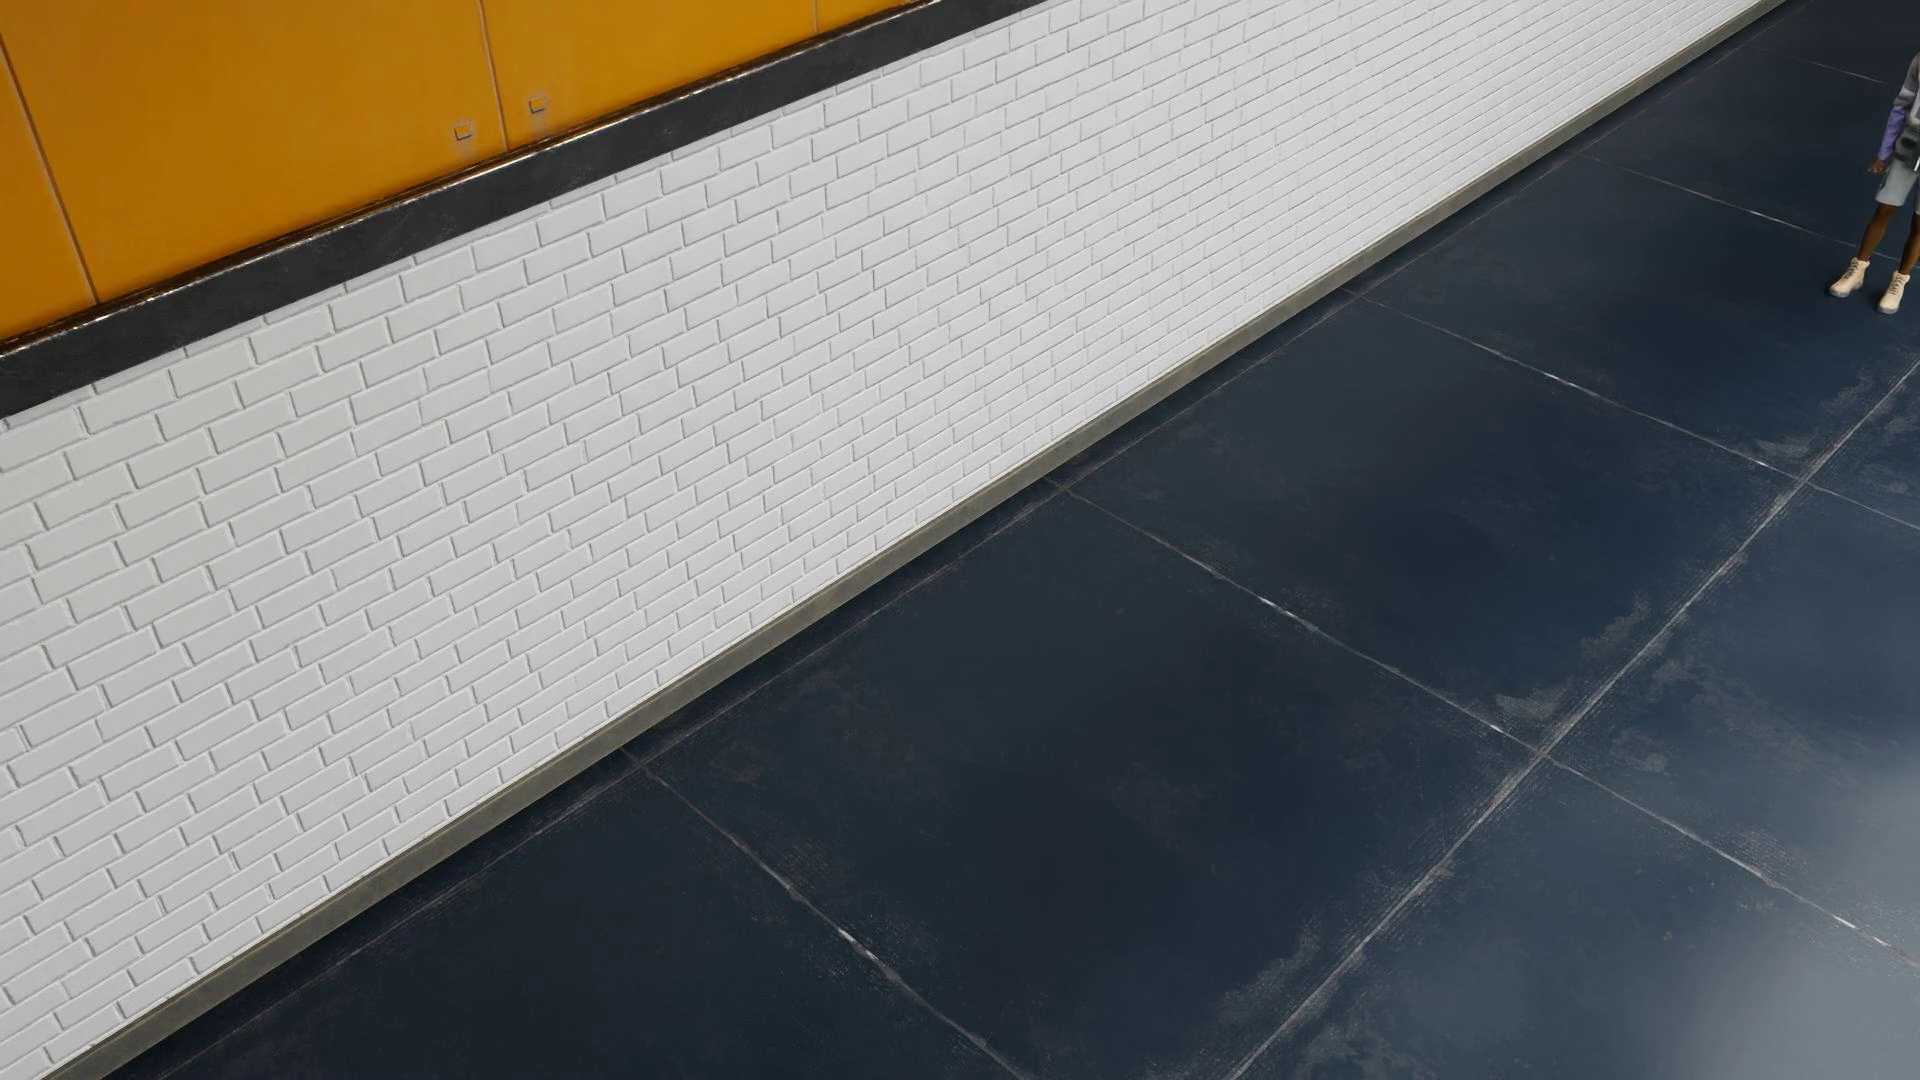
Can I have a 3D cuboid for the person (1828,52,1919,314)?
[{"bbox_3d":[6.098,-2.398,10.500,0.389,2.044,0.607,-31,48,-32],"label":"person"}]
